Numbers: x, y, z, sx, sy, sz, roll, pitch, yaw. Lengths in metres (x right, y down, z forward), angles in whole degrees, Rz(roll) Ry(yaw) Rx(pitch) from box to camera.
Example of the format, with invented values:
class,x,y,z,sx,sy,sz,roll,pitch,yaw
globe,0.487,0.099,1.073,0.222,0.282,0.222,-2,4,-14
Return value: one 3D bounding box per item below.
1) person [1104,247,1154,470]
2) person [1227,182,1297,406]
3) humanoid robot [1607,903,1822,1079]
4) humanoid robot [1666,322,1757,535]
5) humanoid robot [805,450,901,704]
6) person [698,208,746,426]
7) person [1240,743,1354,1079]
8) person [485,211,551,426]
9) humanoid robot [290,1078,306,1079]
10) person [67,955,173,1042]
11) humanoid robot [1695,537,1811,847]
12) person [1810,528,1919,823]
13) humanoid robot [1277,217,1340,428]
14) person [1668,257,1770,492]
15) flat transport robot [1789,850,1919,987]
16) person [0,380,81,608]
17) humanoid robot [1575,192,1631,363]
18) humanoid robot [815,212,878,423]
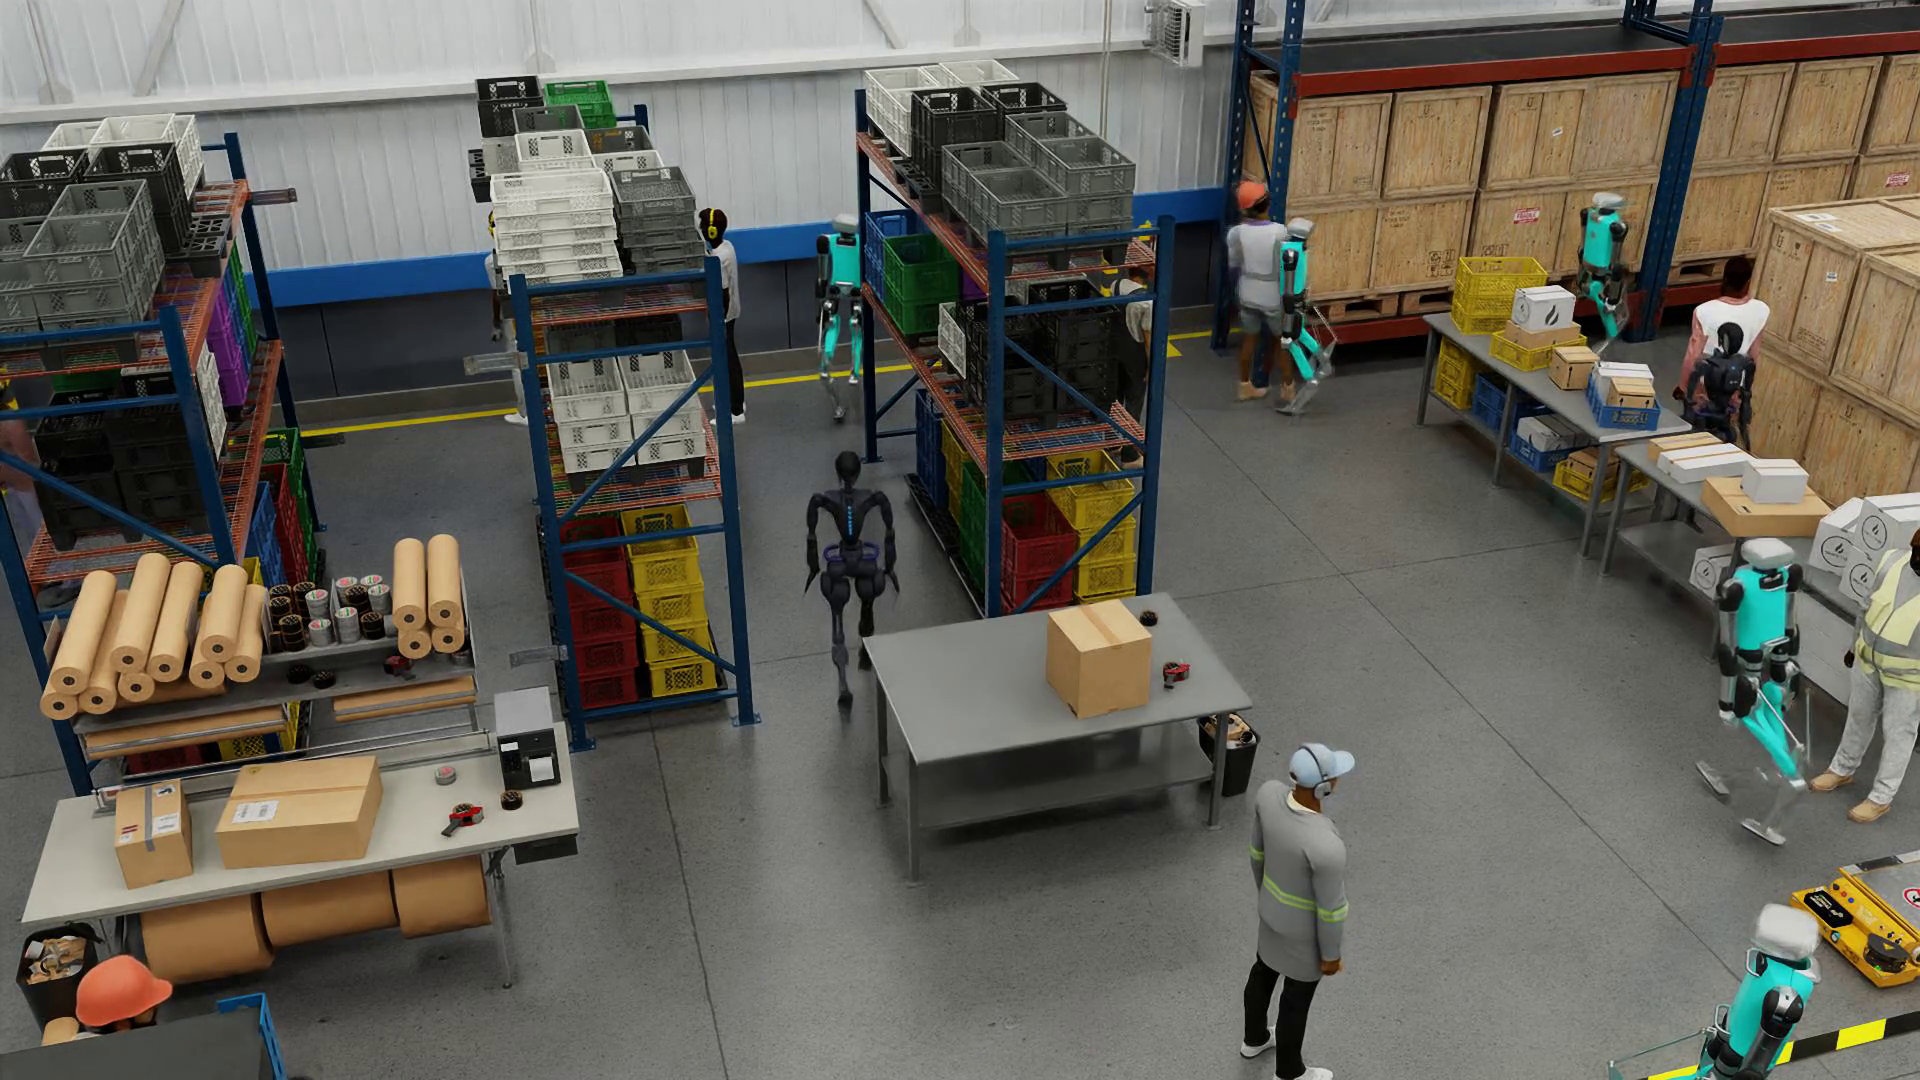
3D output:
class,x,y,z,sx,sy,sz,roll,pitch,yaw
person,1.358,-1.437,13.153,0.343,1.838,0.499,-19,34,-31
person,2.621,-2.054,14.135,0.740,1.980,0.467,17,33,27
humanoid robot,2.889,2.106,6.665,0.735,1.677,0.533,13,31,22
humanoid robot,5.507,-0.789,12.132,0.589,1.655,0.375,-7,30,-12
humanoid robot,-0.669,0.217,10.358,0.605,1.651,0.740,-3,29,-5
person,-1.990,-1.857,13.883,0.312,1.865,0.528,-1,29,-1
person,1.517,1.682,7.457,0.365,1.852,0.589,-14,32,-23
person,-3.703,-1.855,13.883,0.329,1.864,0.506,20,35,32
humanoid robot,-2.250,2.551,6.070,0.603,1.646,0.483,-1,29,-2
person,-2.962,2.330,6.194,0.545,1.934,0.373,12,31,21
humanoid robot,4.441,0.904,9.010,0.553,1.731,0.980,-12,31,-21
person,5.194,0.716,9.238,0.429,1.837,0.622,-11,30,-18
humanoid robot,2.940,-1.769,13.908,0.654,1.851,0.545,9,30,15
person,5.746,-1.211,12.654,0.589,1.918,0.390,-4,29,-7
flat transport robot,5.163,1.916,8.676,1.431,0.231,0.659,-8,30,-14
person,-6.392,-0.376,11.298,0.545,1.757,0.352,24,37,37
humanoid robot,5.734,-2.228,14.672,0.982,1.724,0.537,-10,30,-17
humanoid robot,-0.978,-1.728,13.885,0.550,1.888,0.751,4,29,8
